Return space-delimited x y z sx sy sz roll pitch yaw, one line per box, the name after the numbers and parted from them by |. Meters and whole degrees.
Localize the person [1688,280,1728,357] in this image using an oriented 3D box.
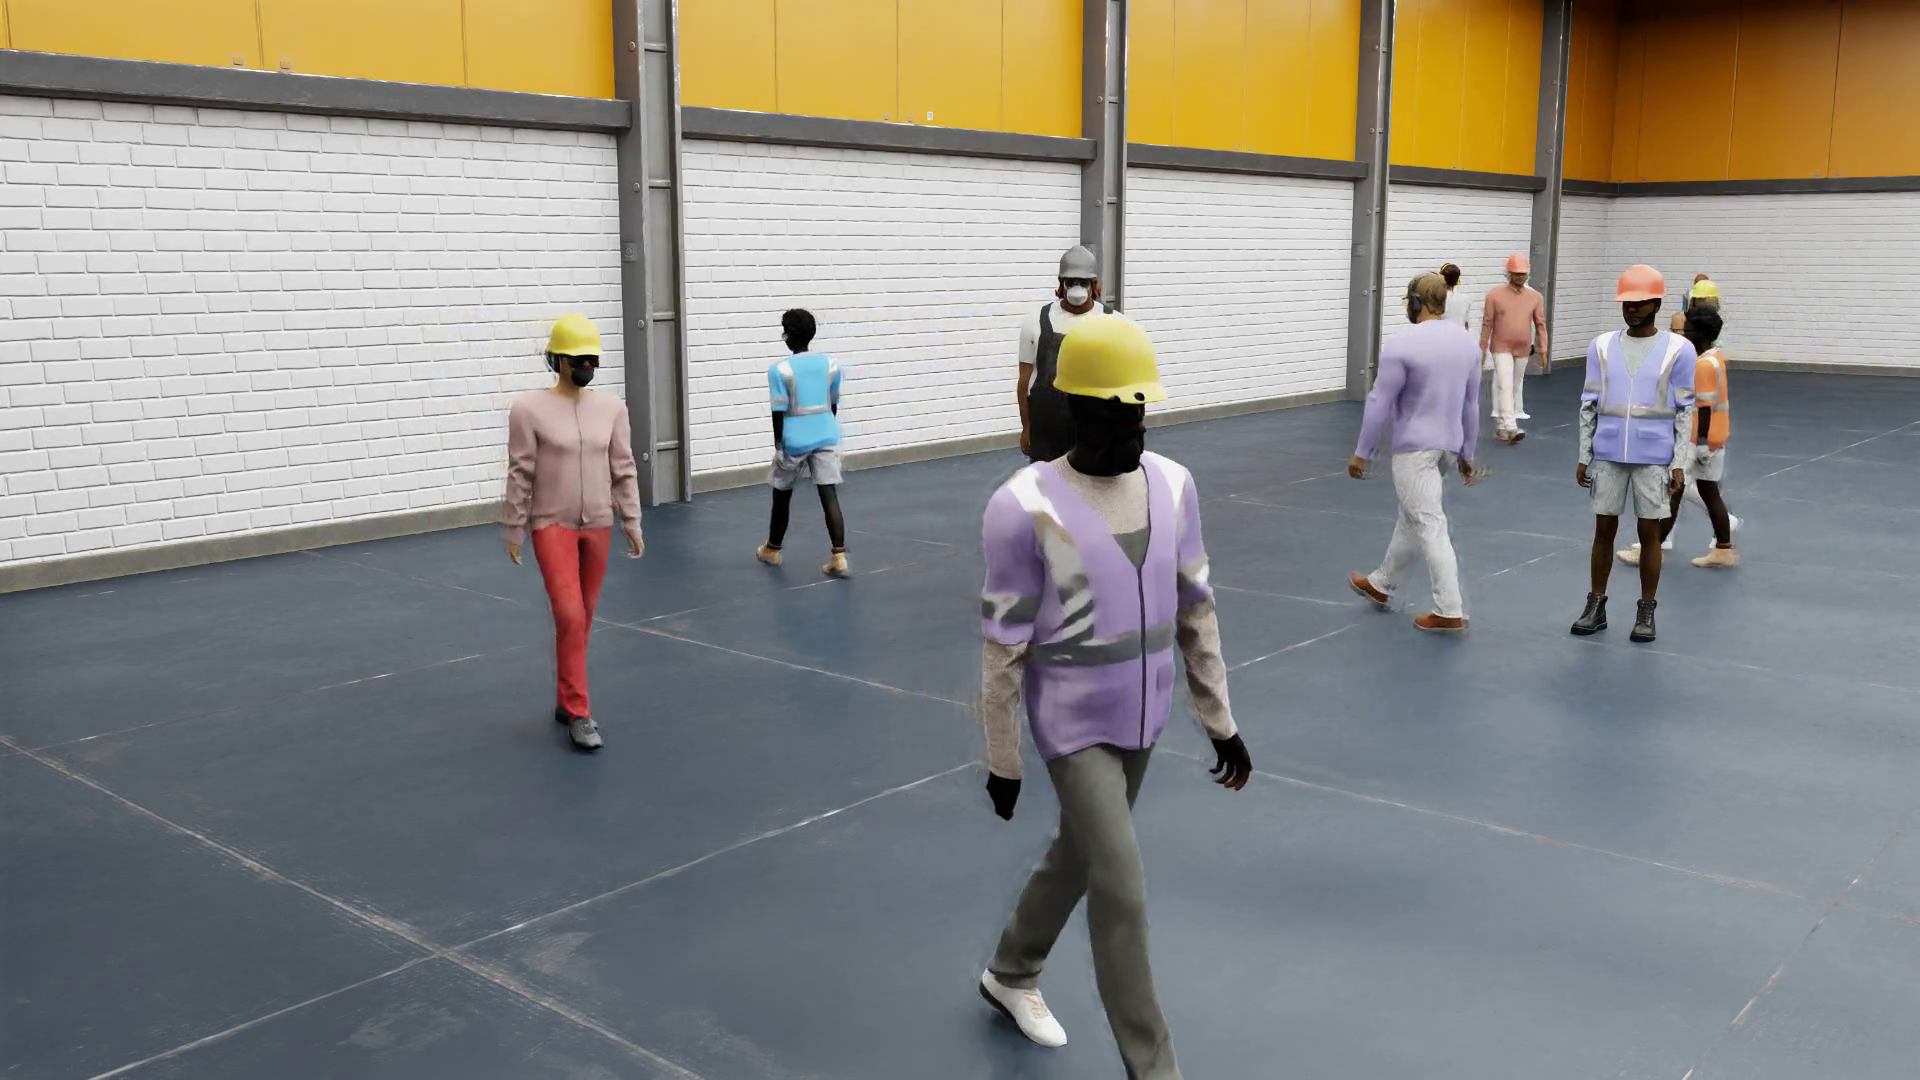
6.900 -1.553 15.480 0.526 1.727 0.503 -5 11 -25 | person

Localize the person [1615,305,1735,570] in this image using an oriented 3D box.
4.589 -0.640 10.475 0.685 1.664 0.551 6 12 32 | person

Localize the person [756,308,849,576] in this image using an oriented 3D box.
-0.975 -0.612 10.370 0.539 1.656 0.842 -6 12 -31 | person

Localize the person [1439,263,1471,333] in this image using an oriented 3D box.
4.983 -1.895 17.057 0.514 1.872 0.332 -4 11 -21 | person

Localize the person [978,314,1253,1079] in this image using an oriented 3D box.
0.321 0.411 3.918 0.607 1.885 0.977 -8 13 -39 | person

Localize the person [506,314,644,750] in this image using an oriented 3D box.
-1.525 -0.035 6.773 0.538 1.741 0.712 -9 13 -40 | person

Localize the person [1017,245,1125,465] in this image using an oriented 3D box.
0.664 -0.678 9.640 0.680 2.000 0.537 1 10 5 | person

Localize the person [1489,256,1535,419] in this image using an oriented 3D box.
6.534 -2.390 19.701 0.587 1.930 0.355 9 14 42 | person

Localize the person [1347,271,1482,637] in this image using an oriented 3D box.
2.400 -0.478 8.913 0.654 1.887 0.995 -6 12 -31 | person

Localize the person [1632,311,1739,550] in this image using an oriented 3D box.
4.837 -0.702 11.013 0.553 1.622 0.505 3 10 17 | person

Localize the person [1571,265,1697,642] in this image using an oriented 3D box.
3.465 -0.442 8.587 0.552 1.936 0.358 7 12 35 | person

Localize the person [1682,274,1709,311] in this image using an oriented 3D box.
11.802 -3.436 26.596 0.525 1.618 0.652 7 12 36 | person

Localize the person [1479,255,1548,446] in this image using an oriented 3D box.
5.740 -1.950 17.151 0.649 1.939 1.006 -1 10 -3 | person
